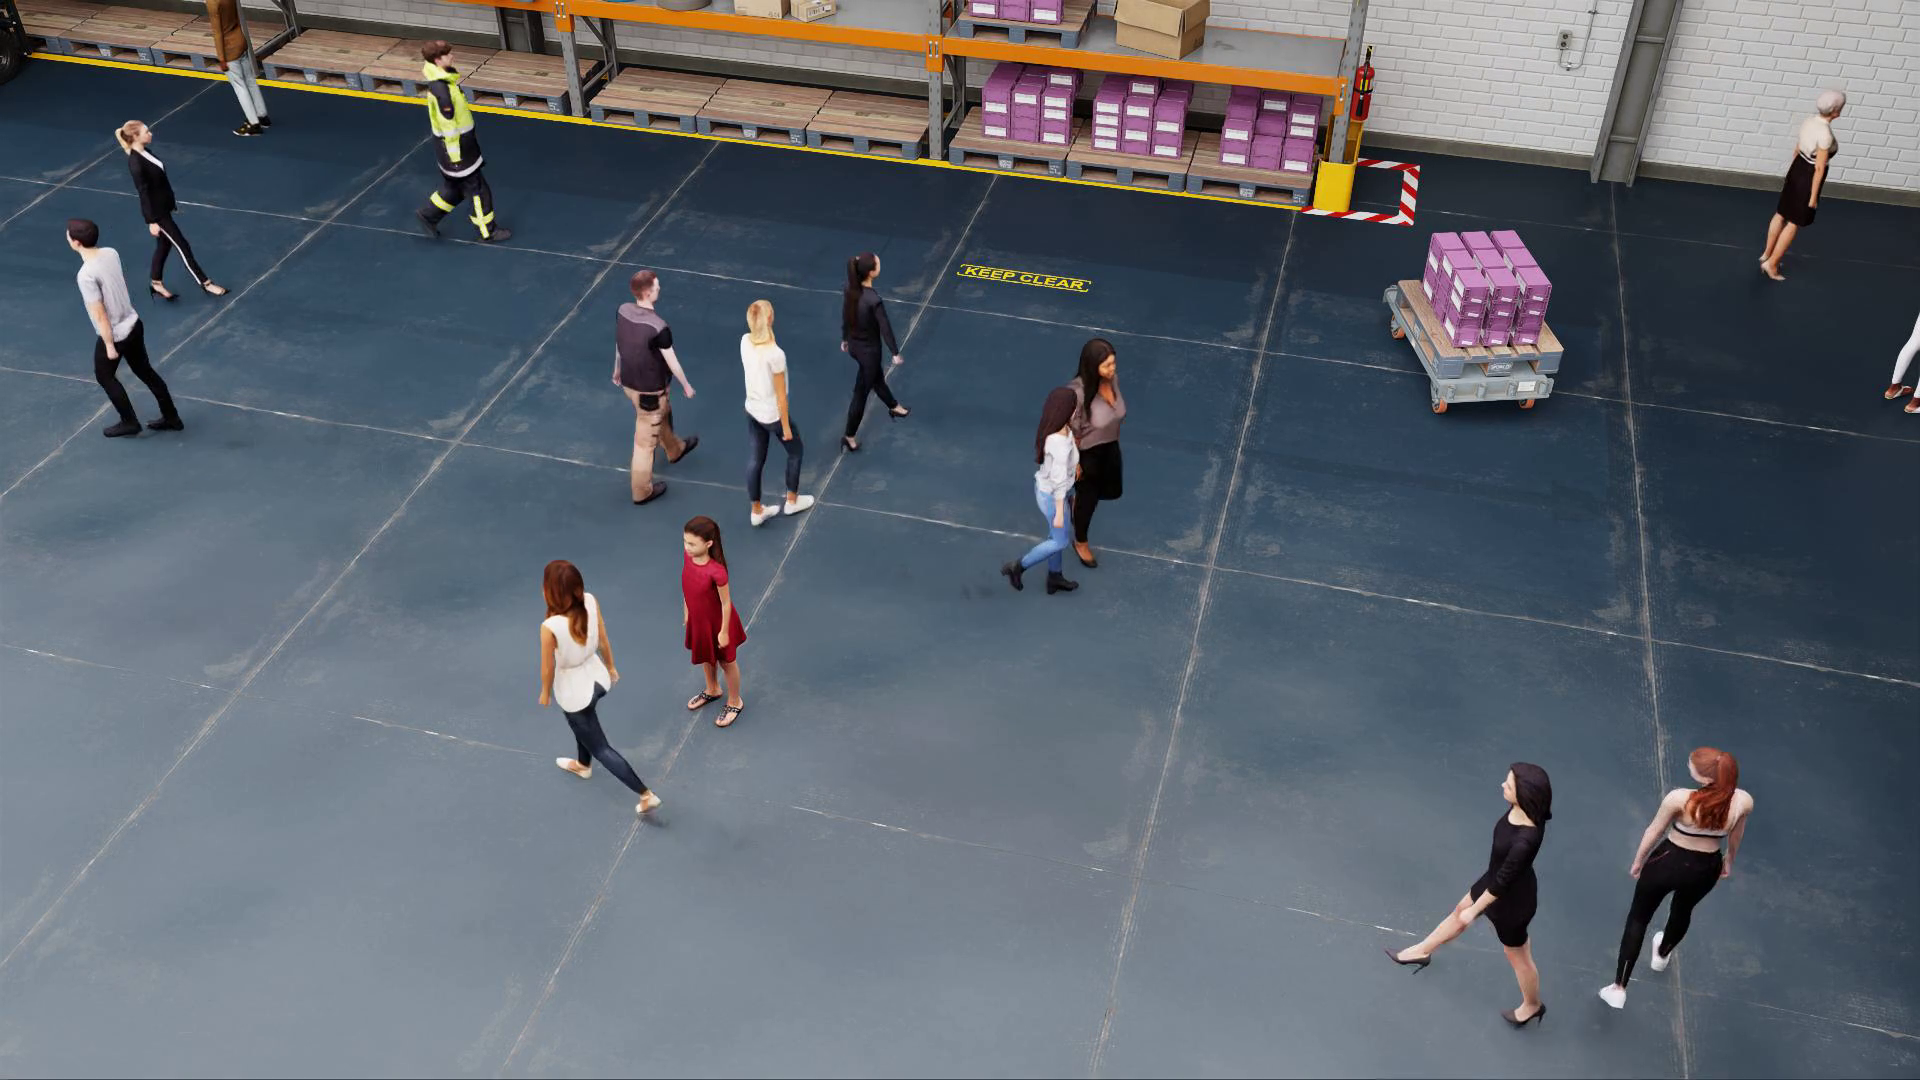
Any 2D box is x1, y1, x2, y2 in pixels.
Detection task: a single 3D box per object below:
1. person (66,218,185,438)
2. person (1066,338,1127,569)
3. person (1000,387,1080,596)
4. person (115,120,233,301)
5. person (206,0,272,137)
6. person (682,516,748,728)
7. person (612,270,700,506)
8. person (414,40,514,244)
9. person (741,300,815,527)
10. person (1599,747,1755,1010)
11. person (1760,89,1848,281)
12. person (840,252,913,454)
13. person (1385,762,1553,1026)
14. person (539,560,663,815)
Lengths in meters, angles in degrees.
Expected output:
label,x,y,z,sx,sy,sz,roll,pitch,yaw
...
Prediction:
label,x,y,z,sx,sy,sz,roll,pitch,yaw
person,-6.337,-1.581,12.700,0.858,1.846,0.770,3,39,4
person,0.838,-0.626,11.519,0.846,1.827,0.919,-30,47,-32
person,0.558,-0.282,11.271,0.914,1.599,0.830,0,39,0
person,-6.984,-2.802,14.365,1.030,1.676,0.904,-10,40,-12
person,-7.455,-5.055,17.074,0.597,1.816,0.667,4,39,5
person,-1.553,0.474,10.360,0.638,1.554,0.696,25,45,28
person,-2.366,-1.090,12.117,1.093,1.806,1.111,-32,48,-33
person,-4.667,-3.580,15.110,1.243,1.962,1.100,-10,40,-12
person,-1.427,-0.845,11.818,0.823,1.796,0.879,29,47,31
person,3.717,1.738,8.636,0.863,1.731,0.762,14,41,17
person,7.447,-3.157,14.745,0.664,1.756,0.709,-1,39,-1
person,-0.777,-1.370,12.572,1.013,1.677,1.008,-26,46,-29
person,2.868,1.874,8.444,1.095,1.759,0.643,12,40,15
person,-2.115,0.905,9.660,1.137,1.754,0.732,18,42,21
